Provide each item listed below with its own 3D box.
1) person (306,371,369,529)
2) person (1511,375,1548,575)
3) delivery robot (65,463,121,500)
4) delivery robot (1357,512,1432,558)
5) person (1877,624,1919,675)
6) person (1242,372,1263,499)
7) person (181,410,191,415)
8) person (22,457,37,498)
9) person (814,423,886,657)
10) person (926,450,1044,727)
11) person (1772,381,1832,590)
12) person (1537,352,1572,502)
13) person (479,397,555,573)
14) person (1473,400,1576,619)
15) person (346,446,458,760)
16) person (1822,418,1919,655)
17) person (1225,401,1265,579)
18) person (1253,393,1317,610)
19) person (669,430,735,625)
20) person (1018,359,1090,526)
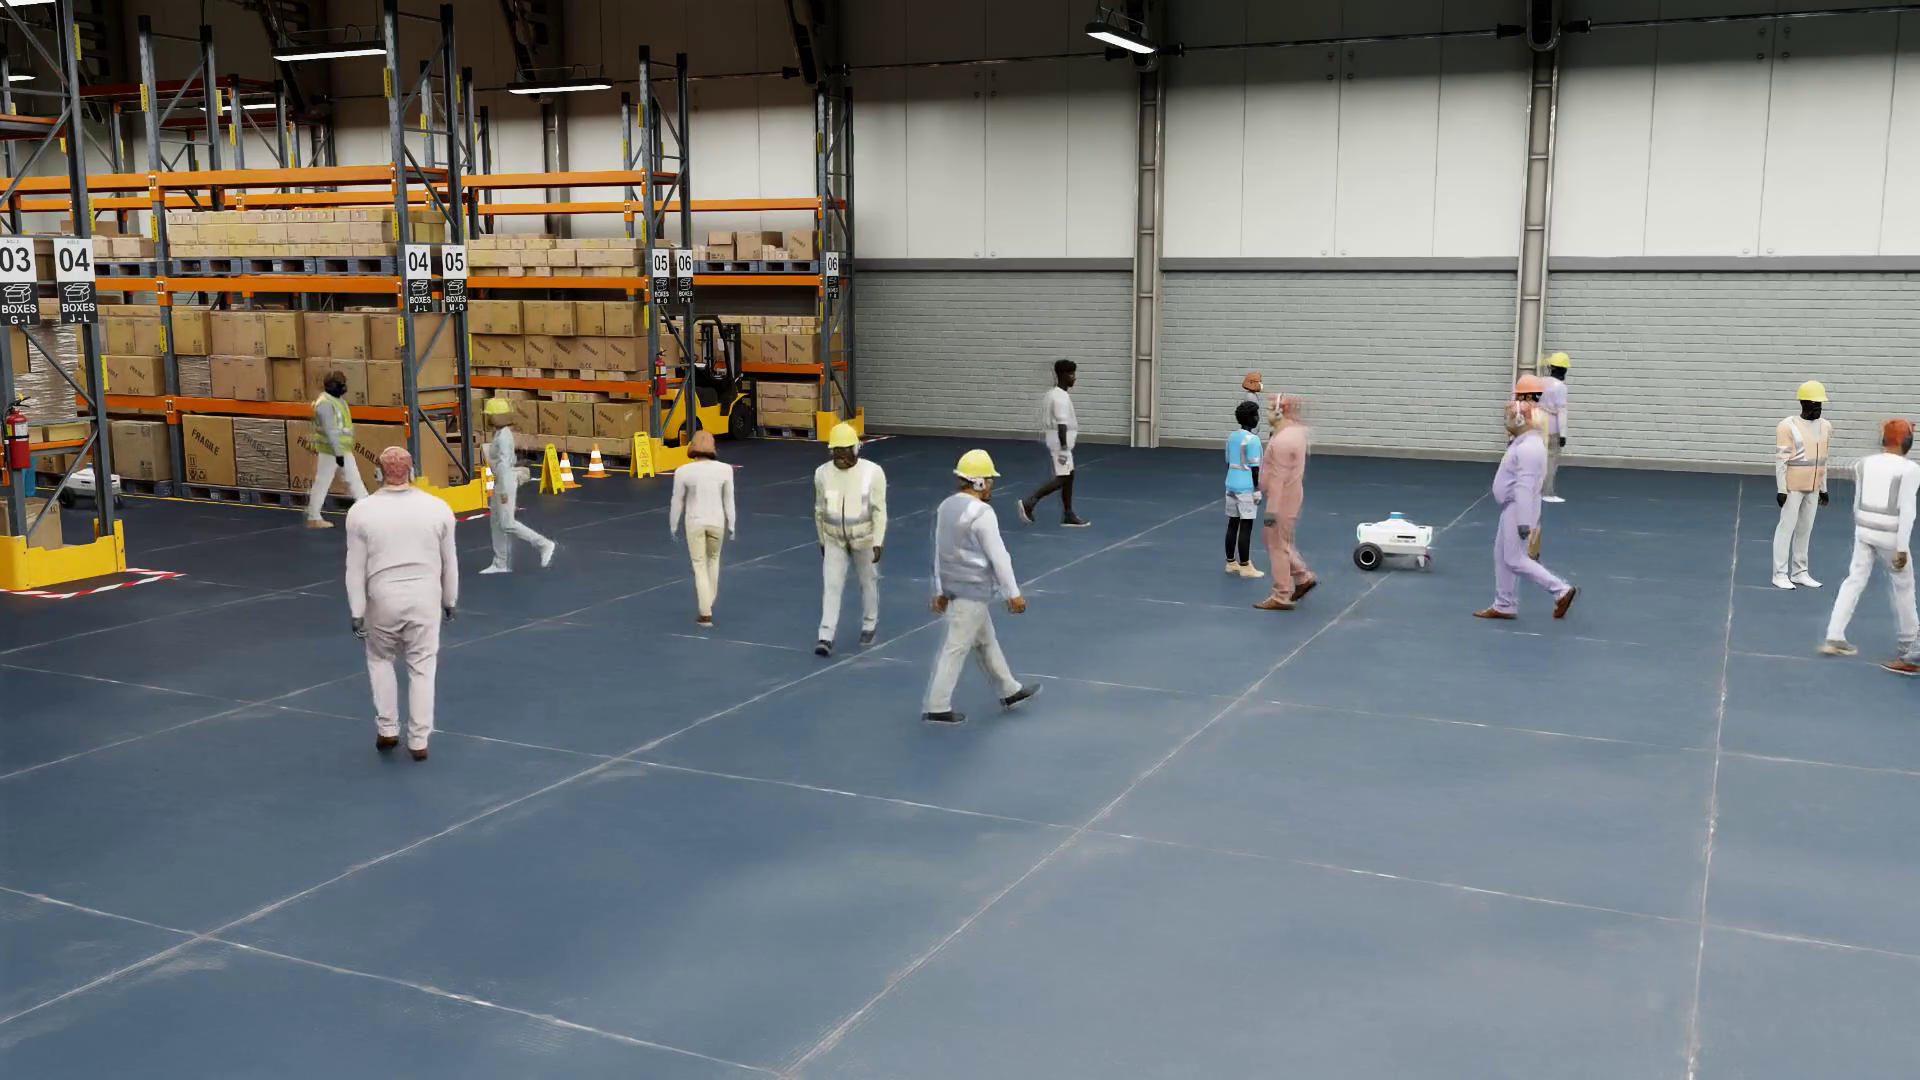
[{"bbox_3d":[-7.016,-1.014,18.883,0.967,1.790,0.660,0,9,-2],"label":"person"},{"bbox_3d":[5.469,-0.625,16.060,0.375,1.935,0.550,4,10,24],"label":"person"},{"bbox_3d":[-10.694,-0.709,20.499,0.707,0.478,0.477,6,11,30],"label":"delivery robot"},{"bbox_3d":[4.279,-0.031,16.361,0.707,0.478,0.477,3,10,18],"label":"delivery robot"},{"bbox_3d":[7.053,0.187,12.049,0.532,1.620,0.530,5,10,28],"label":"person"},{"bbox_3d":[3.754,-1.342,21.387,0.285,1.633,0.498,1,9,4],"label":"person"},{"bbox_3d":[-12.247,-2.334,26.298,0.610,2.024,0.607,6,11,34],"label":"person"},{"bbox_3d":[-11.127,-1.182,19.754,0.390,1.847,0.563,0,9,-1],"label":"person"},{"bbox_3d":[-0.845,-0.007,12.758,0.598,1.781,0.919,2,9,10],"label":"person"},{"bbox_3d":[0.161,0.307,10.799,0.929,1.781,0.590,-4,10,-23],"label":"person"},{"bbox_3d":[7.795,-0.508,15.373,0.588,1.927,0.370,-3,10,-20],"label":"person"},{"bbox_3d":[7.419,-1.413,20.976,0.516,1.908,0.609,-2,10,-13],"label":"person"},{"bbox_3d":[-4.316,-0.520,16.076,0.655,1.734,0.484,-3,10,-20],"label":"person"},{"bbox_3d":[4.725,-0.227,13.843,0.703,1.874,0.651,2,10,15],"label":"person"},{"bbox_3d":[-3.385,0.370,10.109,0.666,1.881,0.650,-4,10,-26],"label":"person"},{"bbox_3d":[7.050,-0.017,12.706,1.005,1.826,0.590,-4,10,-22],"label":"person"},{"bbox_3d":[2.720,-0.482,15.915,0.322,1.697,0.531,-3,10,-19],"label":"person"},{"bbox_3d":[2.782,-0.327,14.360,0.446,1.891,0.656,3,10,18],"label":"person"},{"bbox_3d":[-2.175,-0.119,13.951,0.527,1.600,0.733,-4,10,-22],"label":"person"},{"bbox_3d":[1.078,-1.093,18.939,0.769,1.941,0.607,-1,9,-3],"label":"person"}]
